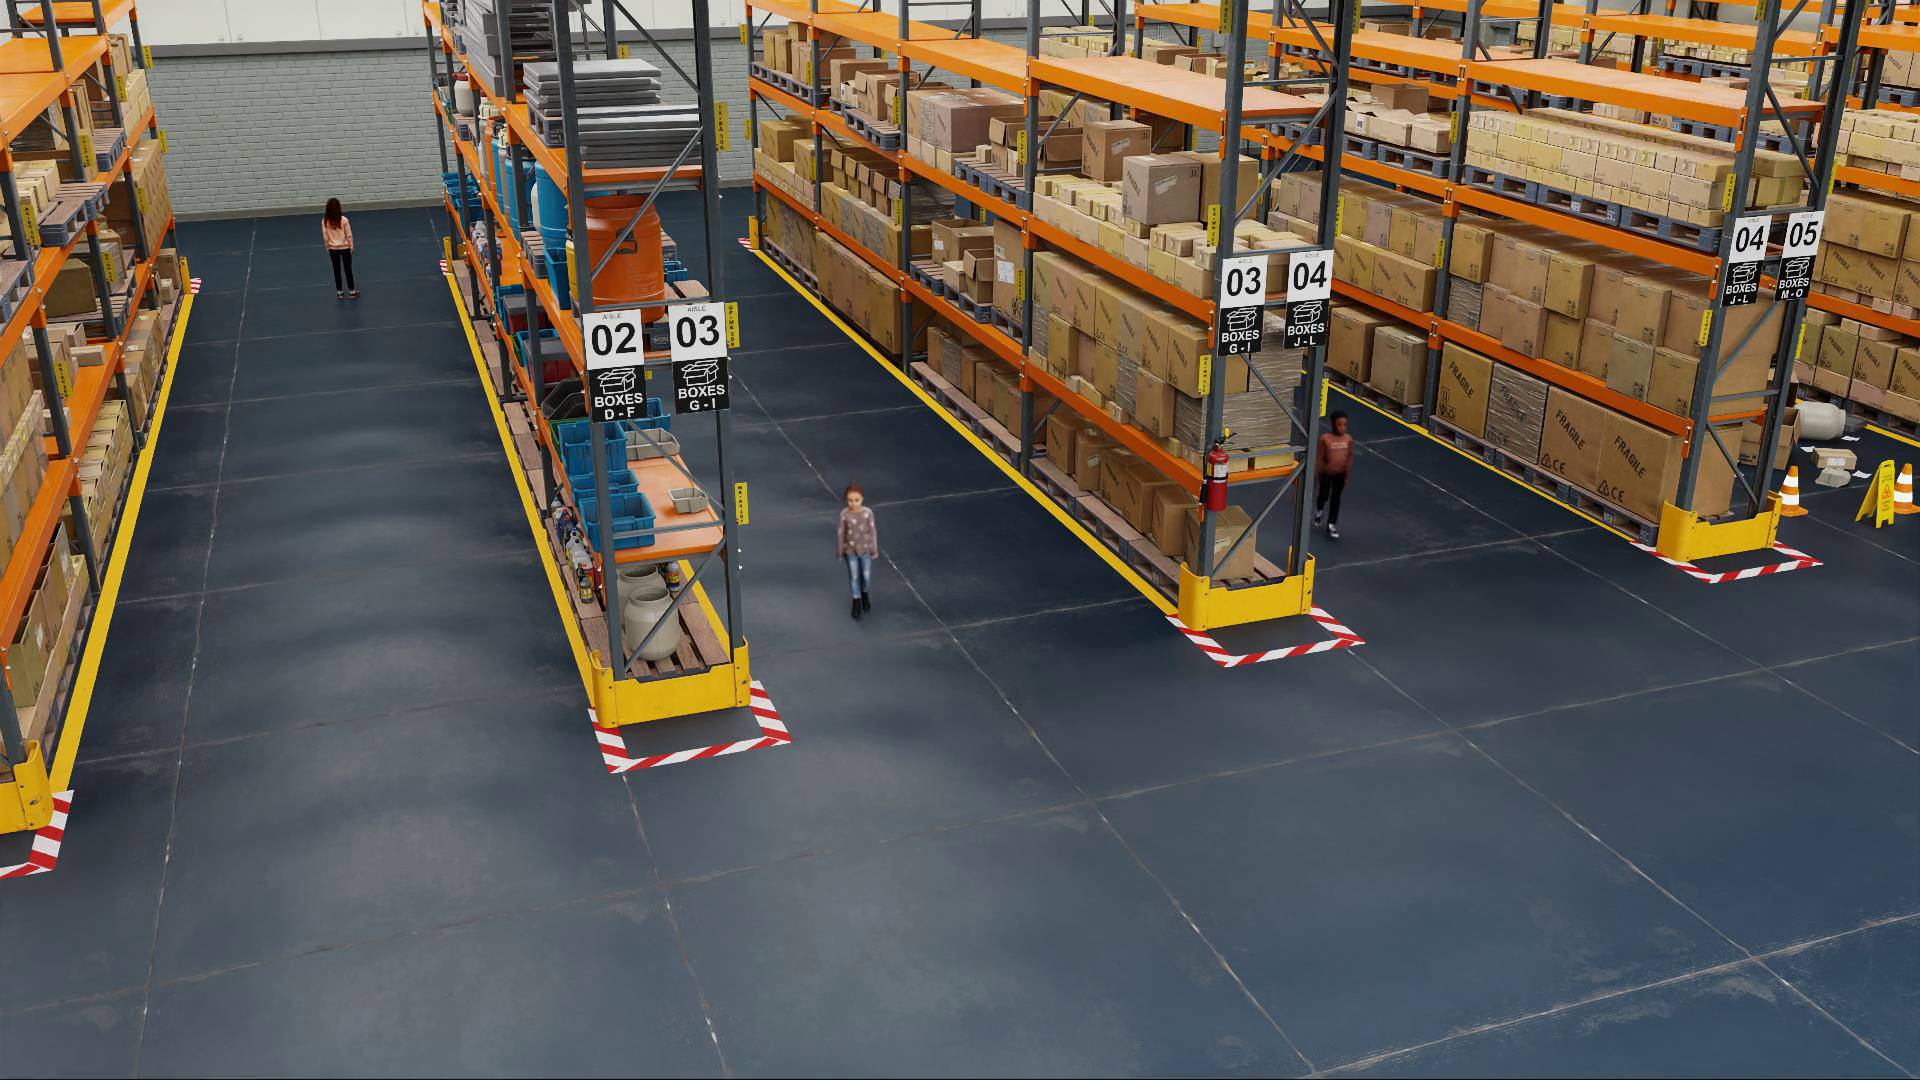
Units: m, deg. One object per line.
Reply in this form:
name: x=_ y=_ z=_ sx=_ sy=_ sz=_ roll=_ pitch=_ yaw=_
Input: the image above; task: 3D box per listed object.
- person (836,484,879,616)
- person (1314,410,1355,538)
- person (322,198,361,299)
person: x=-0.879 y=0.057 z=14.338 sx=0.558 sy=1.189 sz=0.560 roll=-1 pitch=22 yaw=-3
person: x=3.575 y=-0.668 z=16.035 sx=0.622 sy=1.245 sz=0.715 roll=-2 pitch=22 yaw=-5
person: x=-9.215 y=-4.337 z=24.694 sx=0.626 sy=1.481 sz=0.604 roll=-1 pitch=22 yaw=-2
